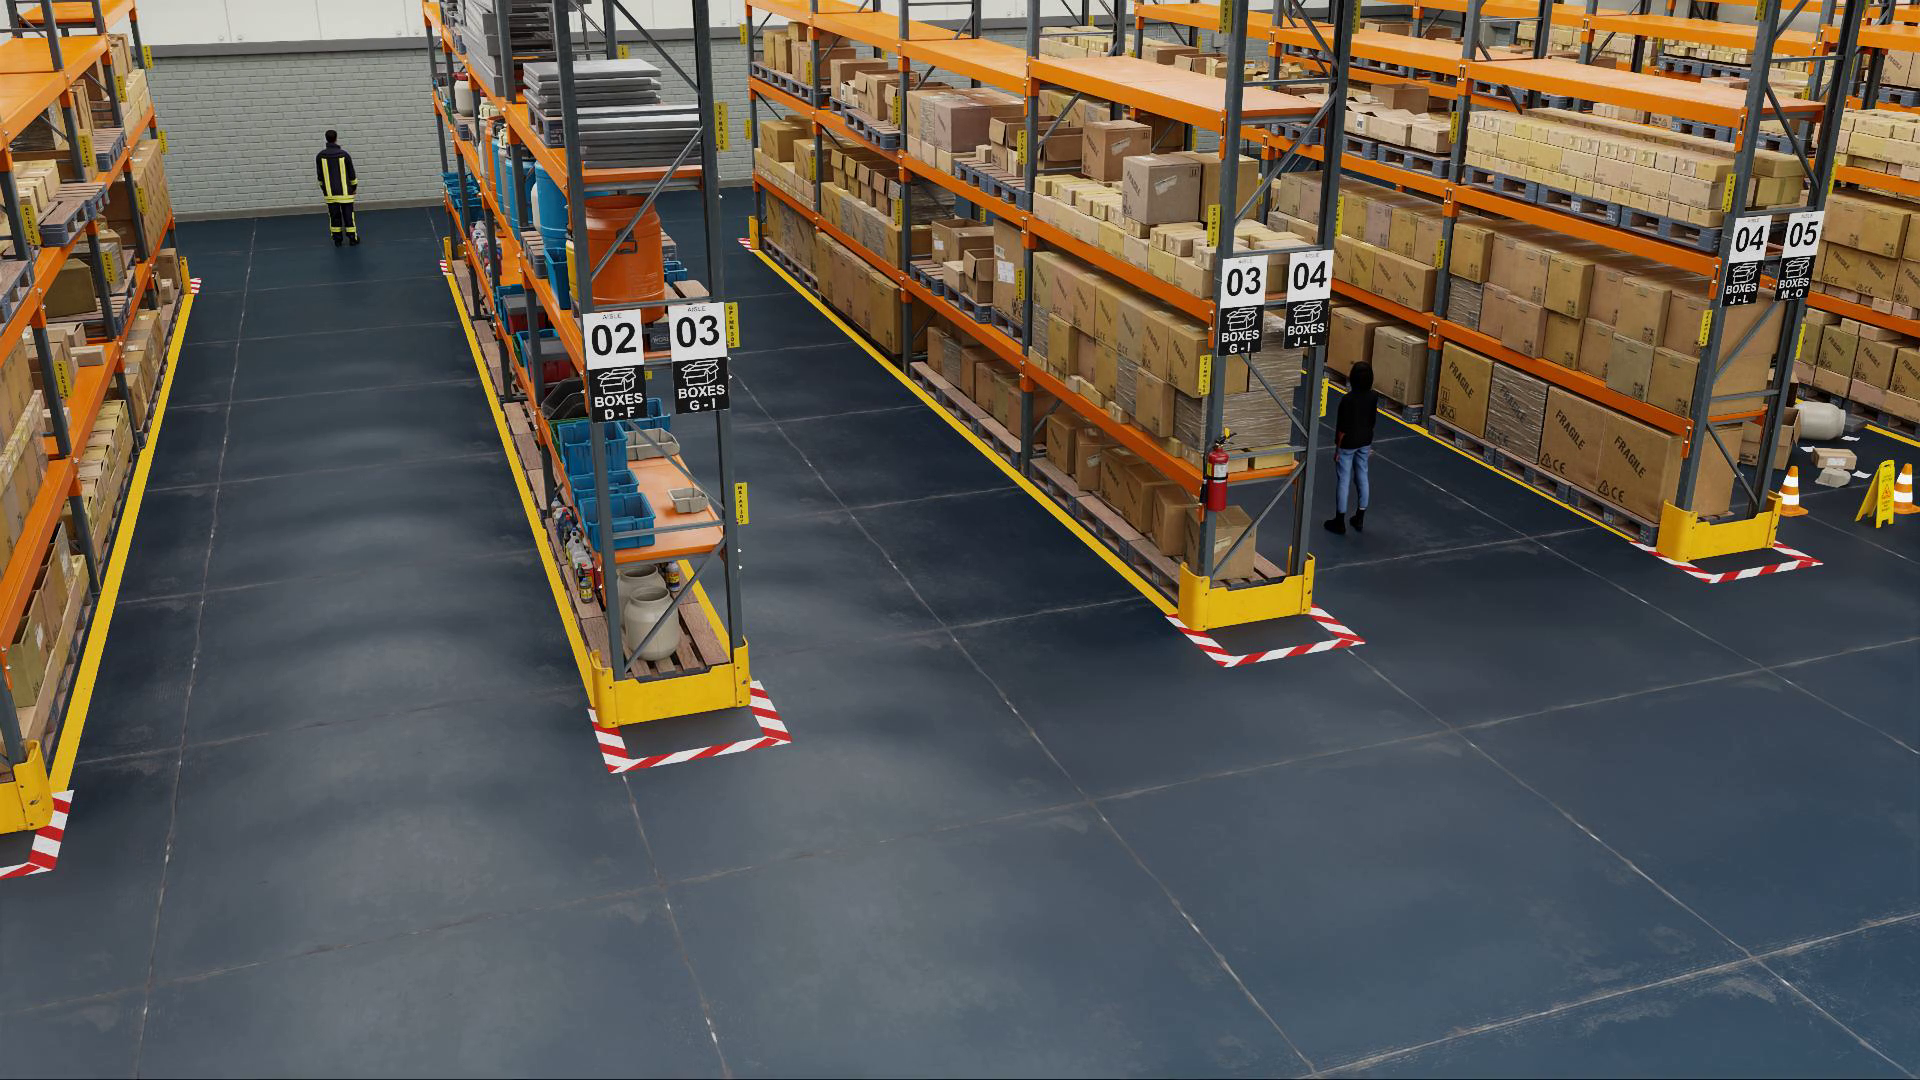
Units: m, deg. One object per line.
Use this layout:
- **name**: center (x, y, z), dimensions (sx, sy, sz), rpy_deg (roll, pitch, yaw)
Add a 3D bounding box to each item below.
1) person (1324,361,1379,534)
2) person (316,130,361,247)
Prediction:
- **person**: center (3.789, -0.897, 15.993), dimensions (0.562, 1.702, 0.522), rpy_deg (-8, 24, -19)
- **person**: center (-10.480, -5.938, 28.019), dimensions (0.820, 1.928, 0.709), rpy_deg (-4, 23, -11)
